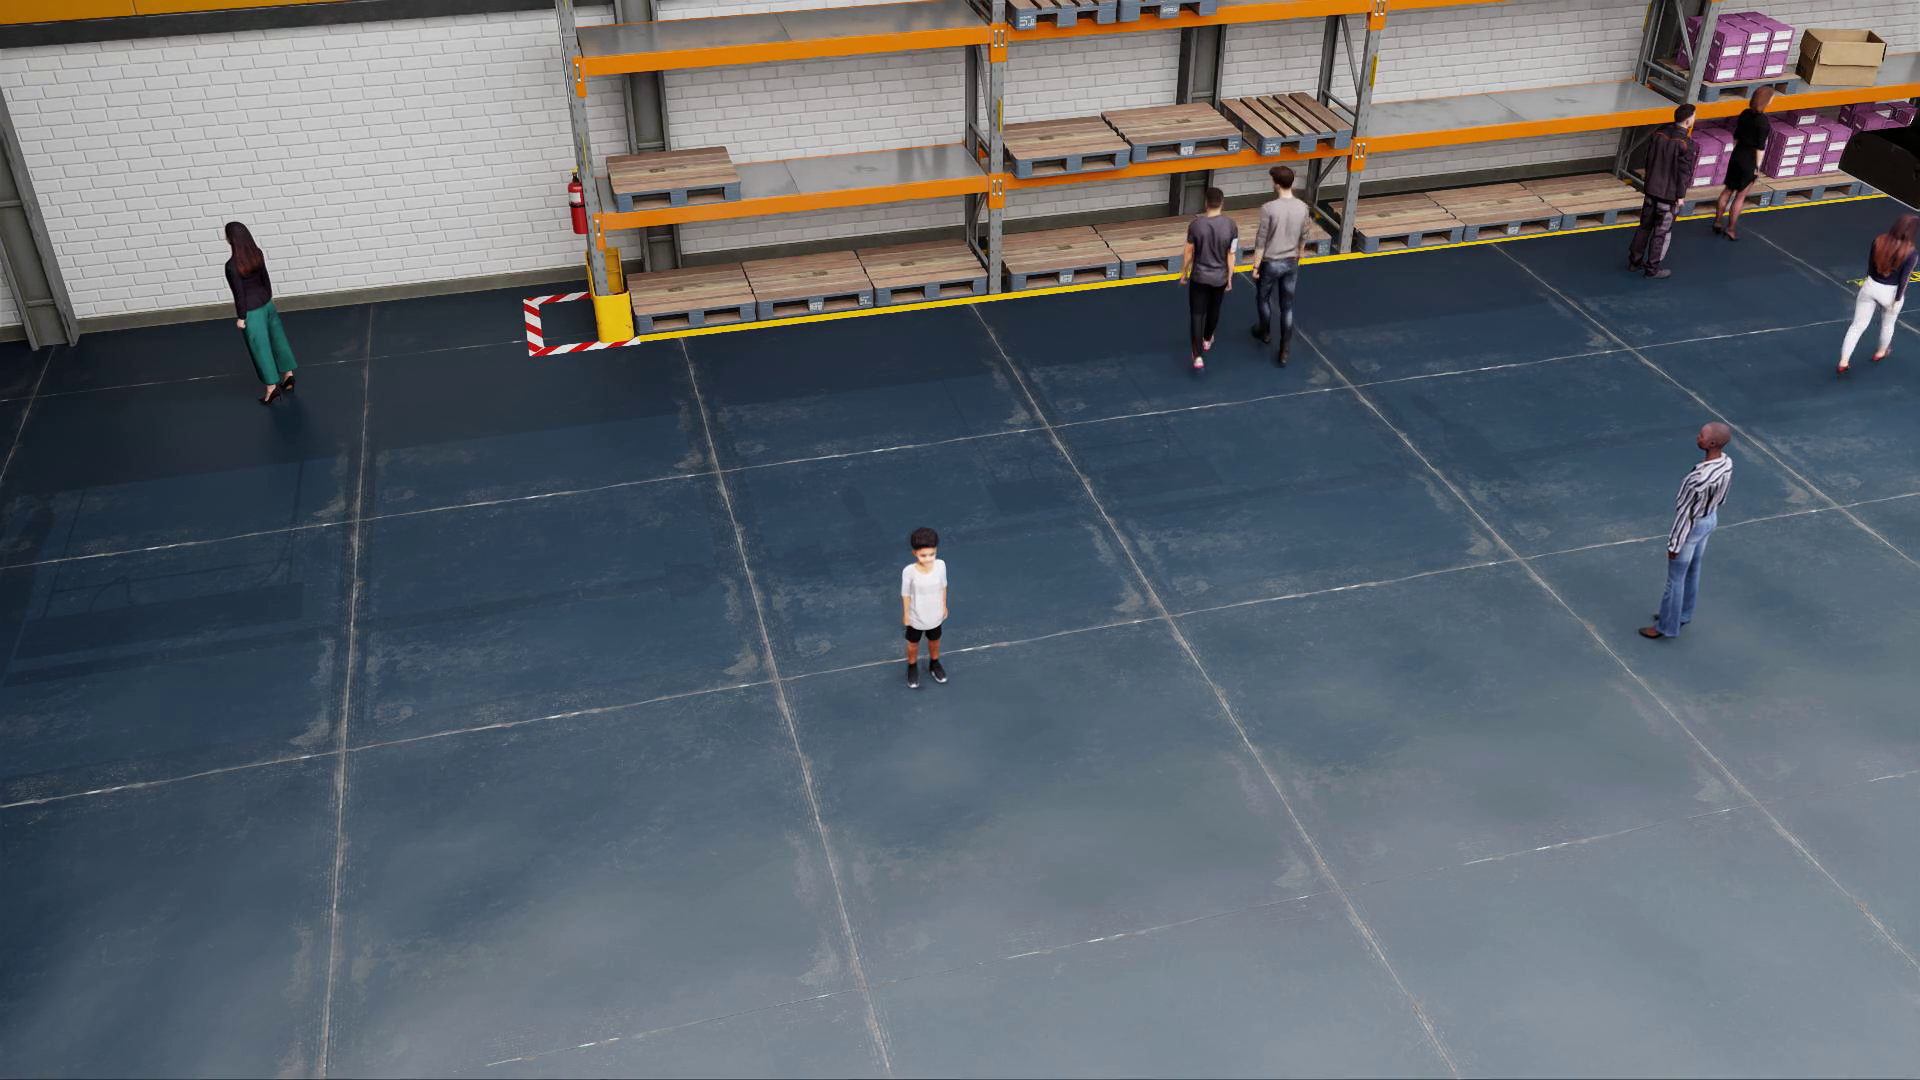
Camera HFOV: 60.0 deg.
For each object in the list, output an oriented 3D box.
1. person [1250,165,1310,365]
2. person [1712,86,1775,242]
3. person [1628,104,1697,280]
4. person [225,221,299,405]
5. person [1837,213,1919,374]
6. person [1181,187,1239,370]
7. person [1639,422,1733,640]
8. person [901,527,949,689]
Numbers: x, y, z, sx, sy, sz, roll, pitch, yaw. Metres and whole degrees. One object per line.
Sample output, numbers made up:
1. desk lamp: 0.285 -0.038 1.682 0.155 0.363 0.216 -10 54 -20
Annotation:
1. person: 3.030 -2.552 15.668 0.955 1.878 0.878 -1 34 -1
2. person: 8.572 -4.124 18.190 0.495 1.704 0.589 -10 35 -14
3. person: 7.347 -3.655 17.347 0.676 1.857 0.758 -15 36 -21
4. person: -6.368 -2.066 15.062 0.712 1.739 0.700 11 35 16
5. person: 8.550 -2.266 15.518 1.143 1.568 0.902 -26 41 -33
6. person: 2.324 -2.421 15.602 1.109 1.733 0.956 2 34 2
7. person: 5.290 -0.055 11.988 0.755 1.793 0.636 28 42 35
8. person: -0.246 0.454 11.705 0.415 1.258 0.546 -9 35 -14
